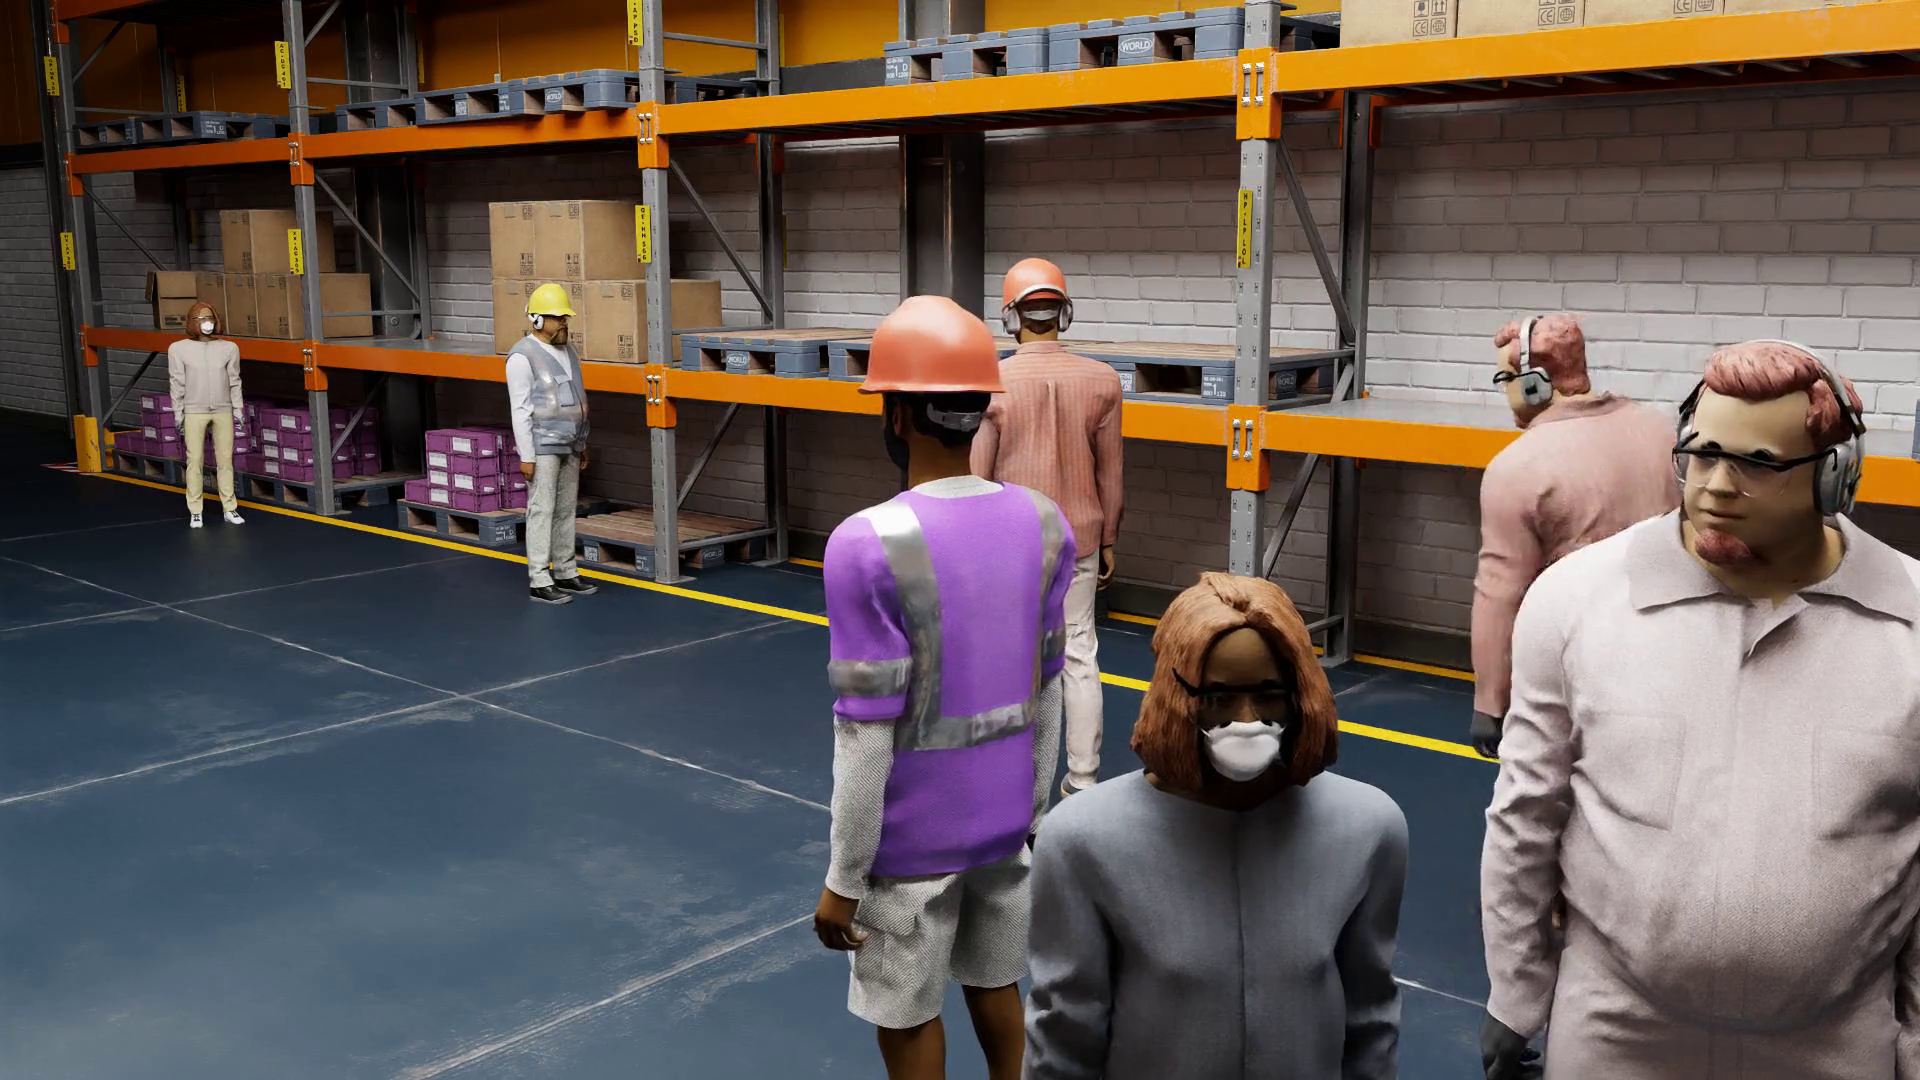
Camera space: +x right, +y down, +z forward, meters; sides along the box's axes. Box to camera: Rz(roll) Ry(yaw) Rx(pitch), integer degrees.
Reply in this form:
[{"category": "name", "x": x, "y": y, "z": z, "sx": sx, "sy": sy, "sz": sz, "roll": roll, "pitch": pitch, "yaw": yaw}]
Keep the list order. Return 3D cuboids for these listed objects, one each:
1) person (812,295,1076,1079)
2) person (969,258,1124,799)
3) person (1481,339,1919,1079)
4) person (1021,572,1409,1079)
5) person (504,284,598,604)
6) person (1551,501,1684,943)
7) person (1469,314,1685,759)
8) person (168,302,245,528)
[{"category": "person", "x": -0.049, "y": 0.524, "z": 3.093, "sx": 0.553, "sy": 1.935, "sz": 0.362, "roll": -9, "pitch": 14, "yaw": -42}, {"category": "person", "x": 0.276, "y": 0.010, "z": 5.880, "sx": 0.611, "sy": 1.985, "sz": 0.393, "roll": -3, "pitch": 10, "yaw": -16}, {"category": "person", "x": 1.058, "y": 0.676, "z": 2.326, "sx": 0.652, "sy": 1.902, "sz": 0.402, "roll": 4, "pitch": 11, "yaw": 21}, {"category": "person", "x": 0.329, "y": 0.841, "z": 2.149, "sx": 0.508, "sy": 1.632, "sz": 0.264, "roll": -2, "pitch": 10, "yaw": -9}, {"category": "person", "x": -2.331, "y": -0.550, "z": 9.543, "sx": 0.403, "sy": 1.824, "sz": 0.586, "roll": 4, "pitch": 11, "yaw": 20}, {"category": "person", "x": 1.300, "y": 0.610, "z": 2.814, "sx": 1.005, "sy": 1.860, "sz": 0.626, "roll": 0, "pitch": 10, "yaw": -3}, {"category": "person", "x": 1.639, "y": 0.357, "z": 4.293, "sx": 0.673, "sy": 1.851, "sz": 0.624, "roll": -6, "pitch": 11, "yaw": -29}, {"category": "person", "x": -5.475, "y": -0.911, "z": 12.120, "sx": 0.499, "sy": 1.636, "sz": 0.286, "roll": -8, "pitch": 13, "yaw": -38}]
